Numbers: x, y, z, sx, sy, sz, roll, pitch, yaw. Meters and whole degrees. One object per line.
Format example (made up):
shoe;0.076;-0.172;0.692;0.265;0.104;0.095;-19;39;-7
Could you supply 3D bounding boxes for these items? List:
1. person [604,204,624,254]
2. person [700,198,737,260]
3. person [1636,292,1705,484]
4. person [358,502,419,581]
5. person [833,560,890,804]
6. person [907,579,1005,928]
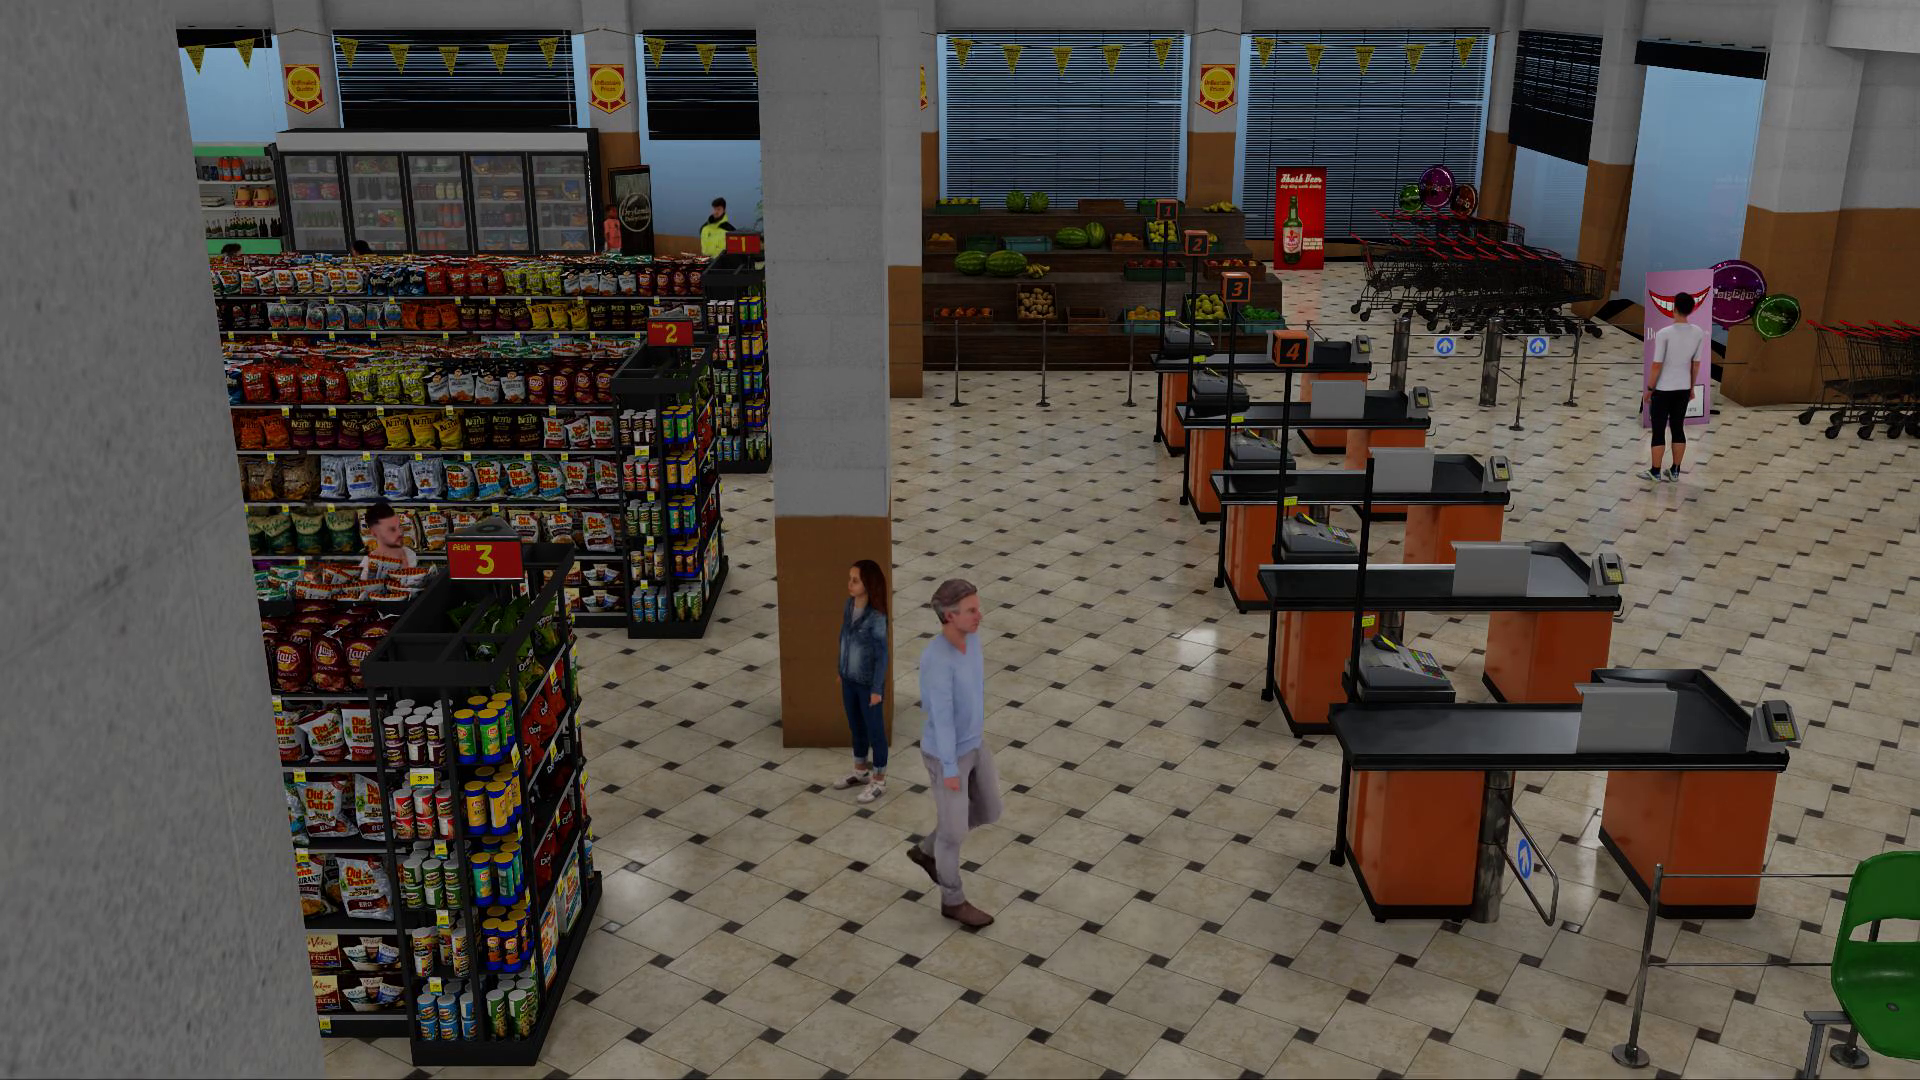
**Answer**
person;-5.550;-4.702;26.546;0.592;1.306;0.544;14;23;36
person;-3.150;-3.612;22.327;1.101;1.936;1.116;11;22;30
person;6.909;-1.479;16.136;0.550;1.851;0.775;-3;19;-10
person;-3.435;0.651;9.897;1.258;1.799;0.931;6;20;18
person;-0.567;0.821;9.897;0.684;1.477;0.640;-15;24;-37
person;-0.099;1.079;8.503;0.950;1.879;0.861;10;21;27
